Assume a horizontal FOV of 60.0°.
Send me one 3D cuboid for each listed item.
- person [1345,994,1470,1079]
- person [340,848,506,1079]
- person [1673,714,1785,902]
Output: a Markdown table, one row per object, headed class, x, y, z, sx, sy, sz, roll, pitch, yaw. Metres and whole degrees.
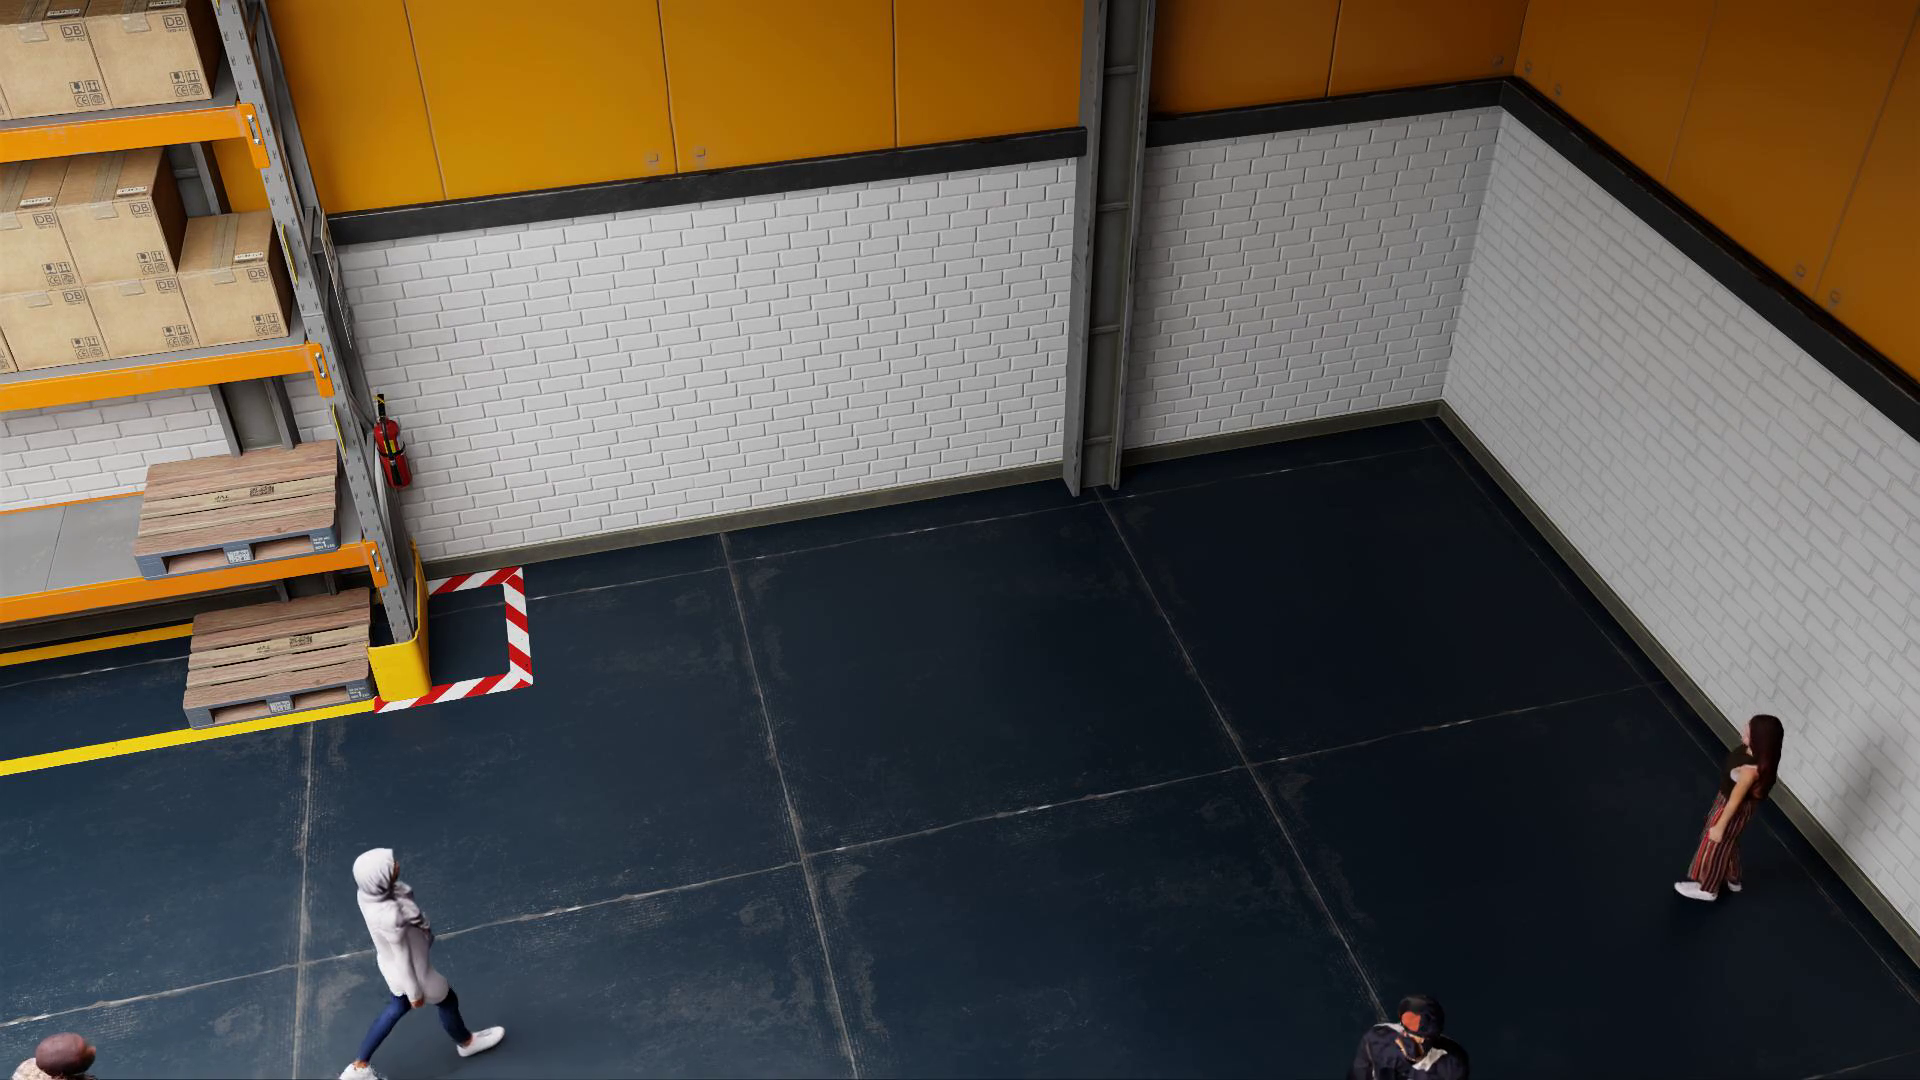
| class | x | y | z | sx | sy | sz | roll | pitch | yaw |
| --- | --- | --- | --- | --- | --- | --- | --- | --- | --- |
| person | 2.095 | 2.729 | 7.957 | 0.799 | 1.876 | 0.884 | 14 | 41 | 17 |
| person | -2.964 | 2.257 | 8.650 | 1.177 | 1.749 | 0.871 | -23 | 44 | -26 |
| person | 4.540 | 1.549 | 9.692 | 0.815 | 1.554 | 0.739 | 31 | 48 | 33 |
